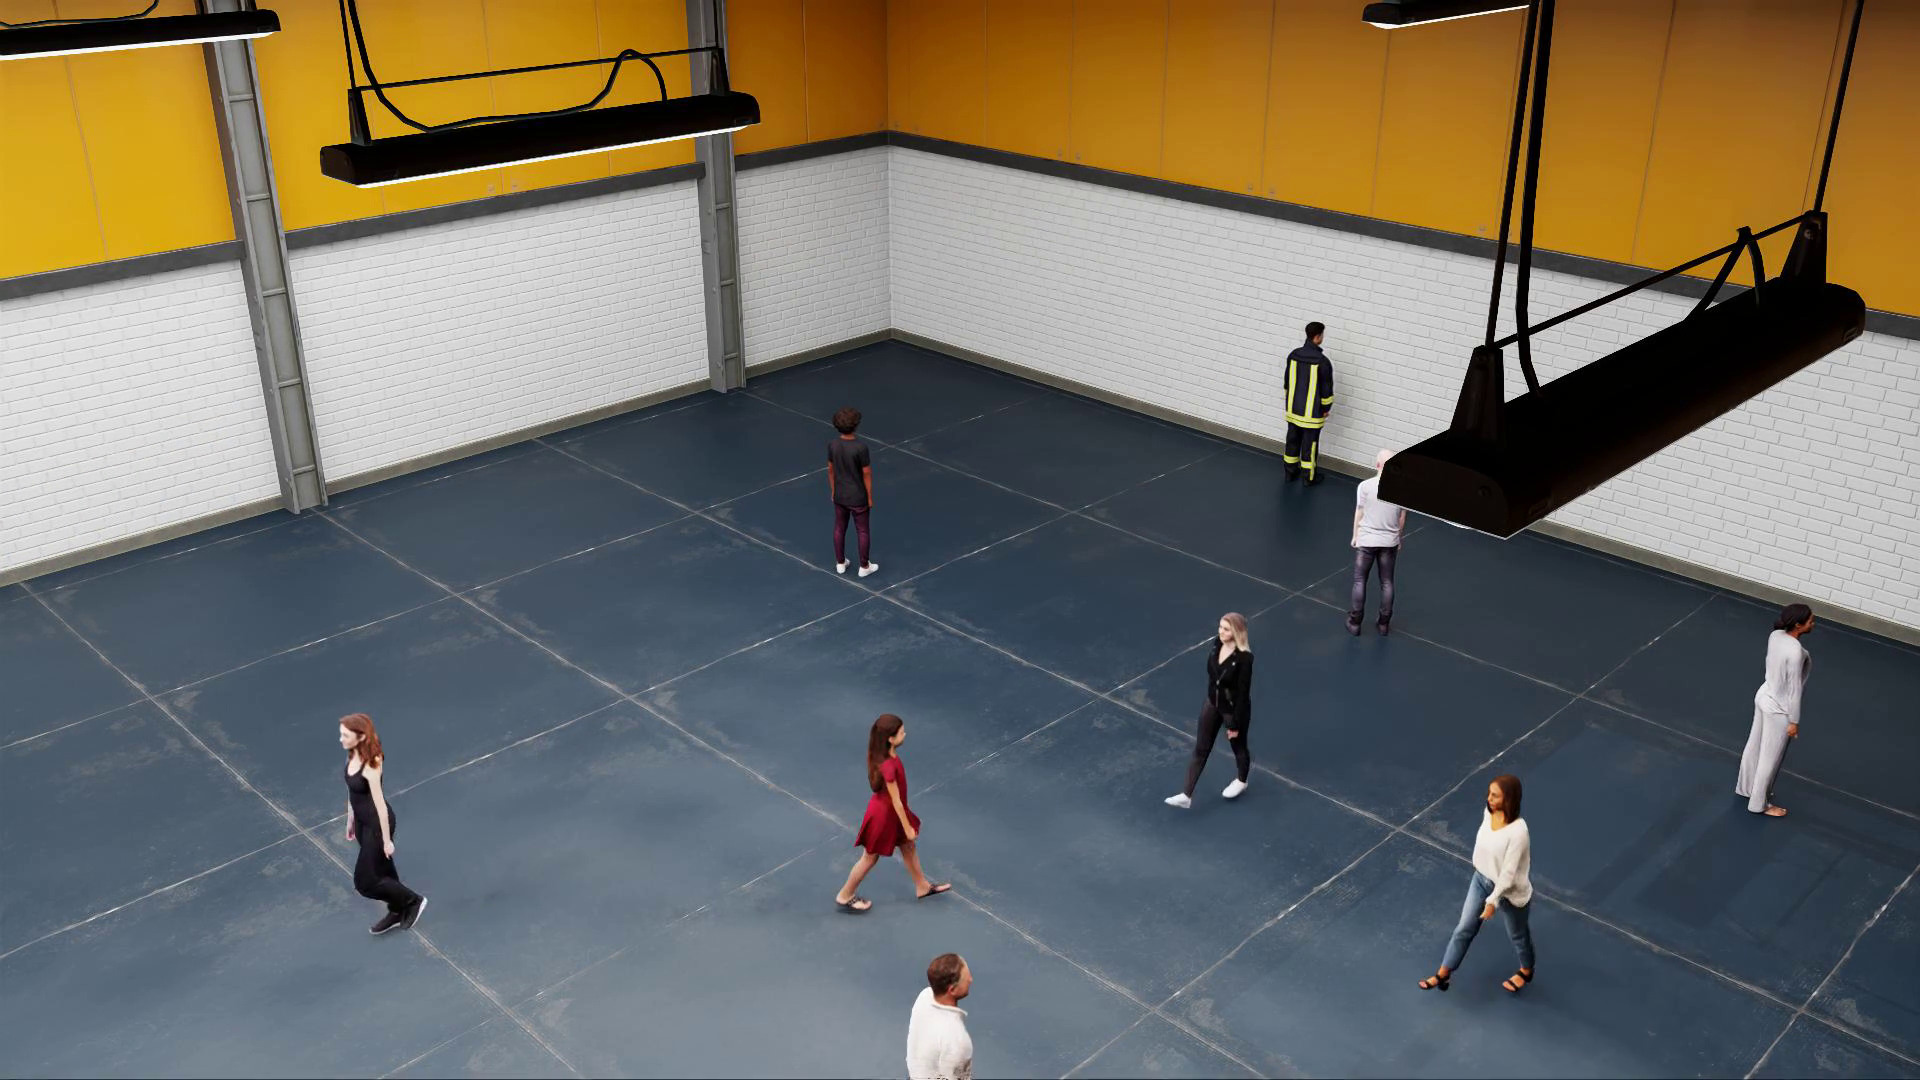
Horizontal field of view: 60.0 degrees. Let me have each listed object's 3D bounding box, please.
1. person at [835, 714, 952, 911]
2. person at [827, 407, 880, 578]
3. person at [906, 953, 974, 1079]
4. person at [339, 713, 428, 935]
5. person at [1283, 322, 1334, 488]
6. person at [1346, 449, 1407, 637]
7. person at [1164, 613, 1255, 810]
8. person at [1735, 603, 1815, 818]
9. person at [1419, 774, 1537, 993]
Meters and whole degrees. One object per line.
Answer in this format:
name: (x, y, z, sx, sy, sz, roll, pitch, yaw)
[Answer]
person: (-0.585, 1.943, 11.610, 1.095, 1.516, 0.977, -3, 24, -6)
person: (-1.109, -0.496, 16.854, 0.709, 1.784, 0.706, 9, 25, 20)
person: (-0.210, 2.997, 8.824, 1.255, 1.816, 1.002, -9, 25, -20)
person: (-3.924, 1.916, 11.394, 0.699, 1.737, 0.610, -19, 30, -37)
person: (3.987, -1.576, 19.151, 0.766, 1.923, 0.637, 22, 32, 40)
person: (3.912, 0.022, 15.612, 0.728, 1.830, 0.802, -2, 24, -4)
person: (2.148, 1.313, 12.884, 1.112, 1.650, 0.730, -17, 29, -34)
person: (6.314, 1.281, 12.848, 0.769, 1.737, 0.698, 1, 24, 2)
person: (3.577, 2.253, 10.743, 1.139, 1.642, 0.913, -8, 25, -18)
